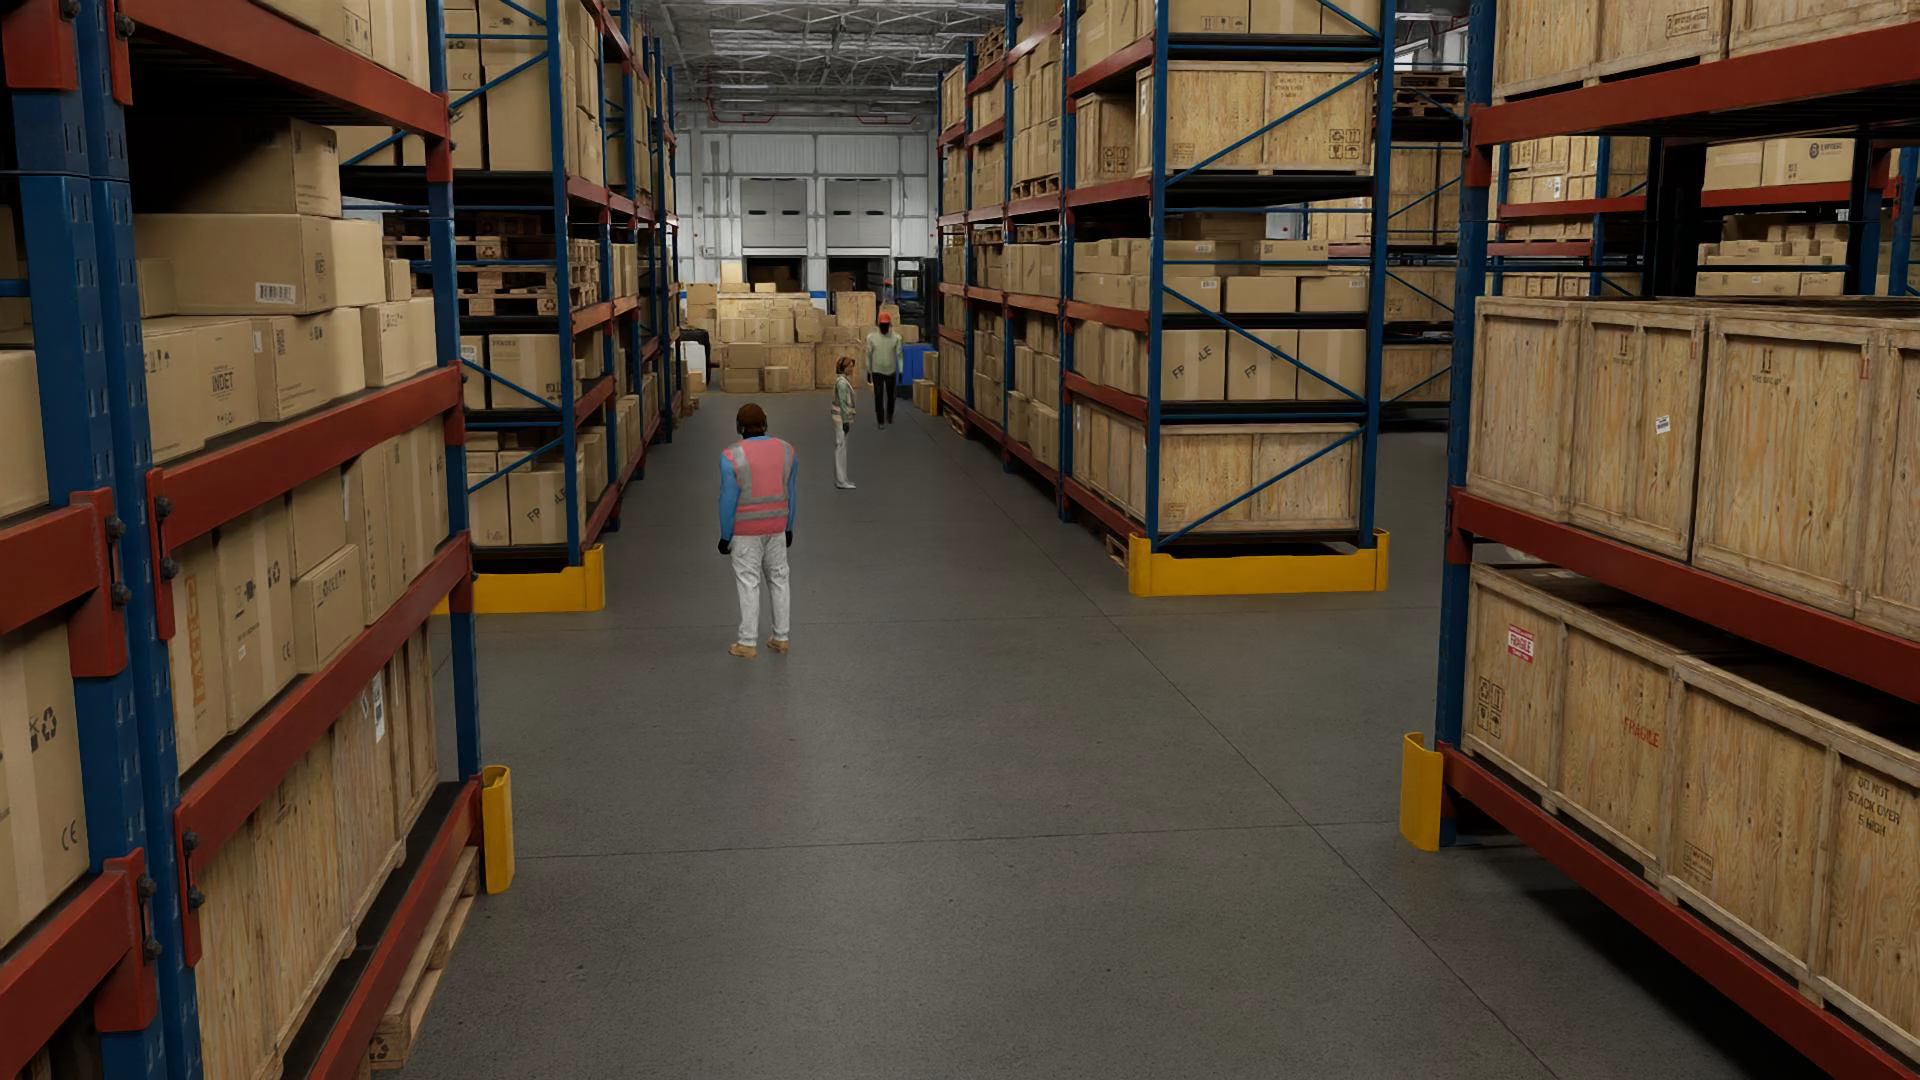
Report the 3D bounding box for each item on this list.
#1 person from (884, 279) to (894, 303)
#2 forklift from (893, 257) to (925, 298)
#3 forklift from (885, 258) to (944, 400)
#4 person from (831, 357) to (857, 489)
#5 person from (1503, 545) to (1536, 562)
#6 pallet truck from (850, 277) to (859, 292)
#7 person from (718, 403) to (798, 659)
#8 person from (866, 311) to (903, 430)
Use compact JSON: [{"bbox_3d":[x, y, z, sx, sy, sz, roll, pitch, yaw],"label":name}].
[{"bbox_3d":[-2.790,-9.504,66.707,0.568,1.914,0.577,4,11,24],"label":"person"},{"bbox_3d":[-1.587,-7.450,51.935,1.129,2.768,1.873,-2,10,-14],"label":"forklift"},{"bbox_3d":[-0.511,-4.261,33.373,1.873,2.768,1.129,-2,10,-13],"label":"forklift"},{"bbox_3d":[-1.443,-1.455,20.653,0.314,1.637,0.514,-1,10,-4],"label":"person"},{"bbox_3d":[4.618,-0.246,13.684,0.456,1.618,0.500,0,10,-2],"label":"person"},{"bbox_3d":[-3.782,-9.391,65.808,1.885,1.965,0.823,2,10,10],"label":"pallet truck"},{"bbox_3d":[-1.471,-0.067,11.995,0.619,1.838,0.430,-7,12,-36],"label":"person"},{"bbox_3d":[-1.261,-2.831,27.699,0.628,1.977,0.675,0,10,-3],"label":"person"}]
